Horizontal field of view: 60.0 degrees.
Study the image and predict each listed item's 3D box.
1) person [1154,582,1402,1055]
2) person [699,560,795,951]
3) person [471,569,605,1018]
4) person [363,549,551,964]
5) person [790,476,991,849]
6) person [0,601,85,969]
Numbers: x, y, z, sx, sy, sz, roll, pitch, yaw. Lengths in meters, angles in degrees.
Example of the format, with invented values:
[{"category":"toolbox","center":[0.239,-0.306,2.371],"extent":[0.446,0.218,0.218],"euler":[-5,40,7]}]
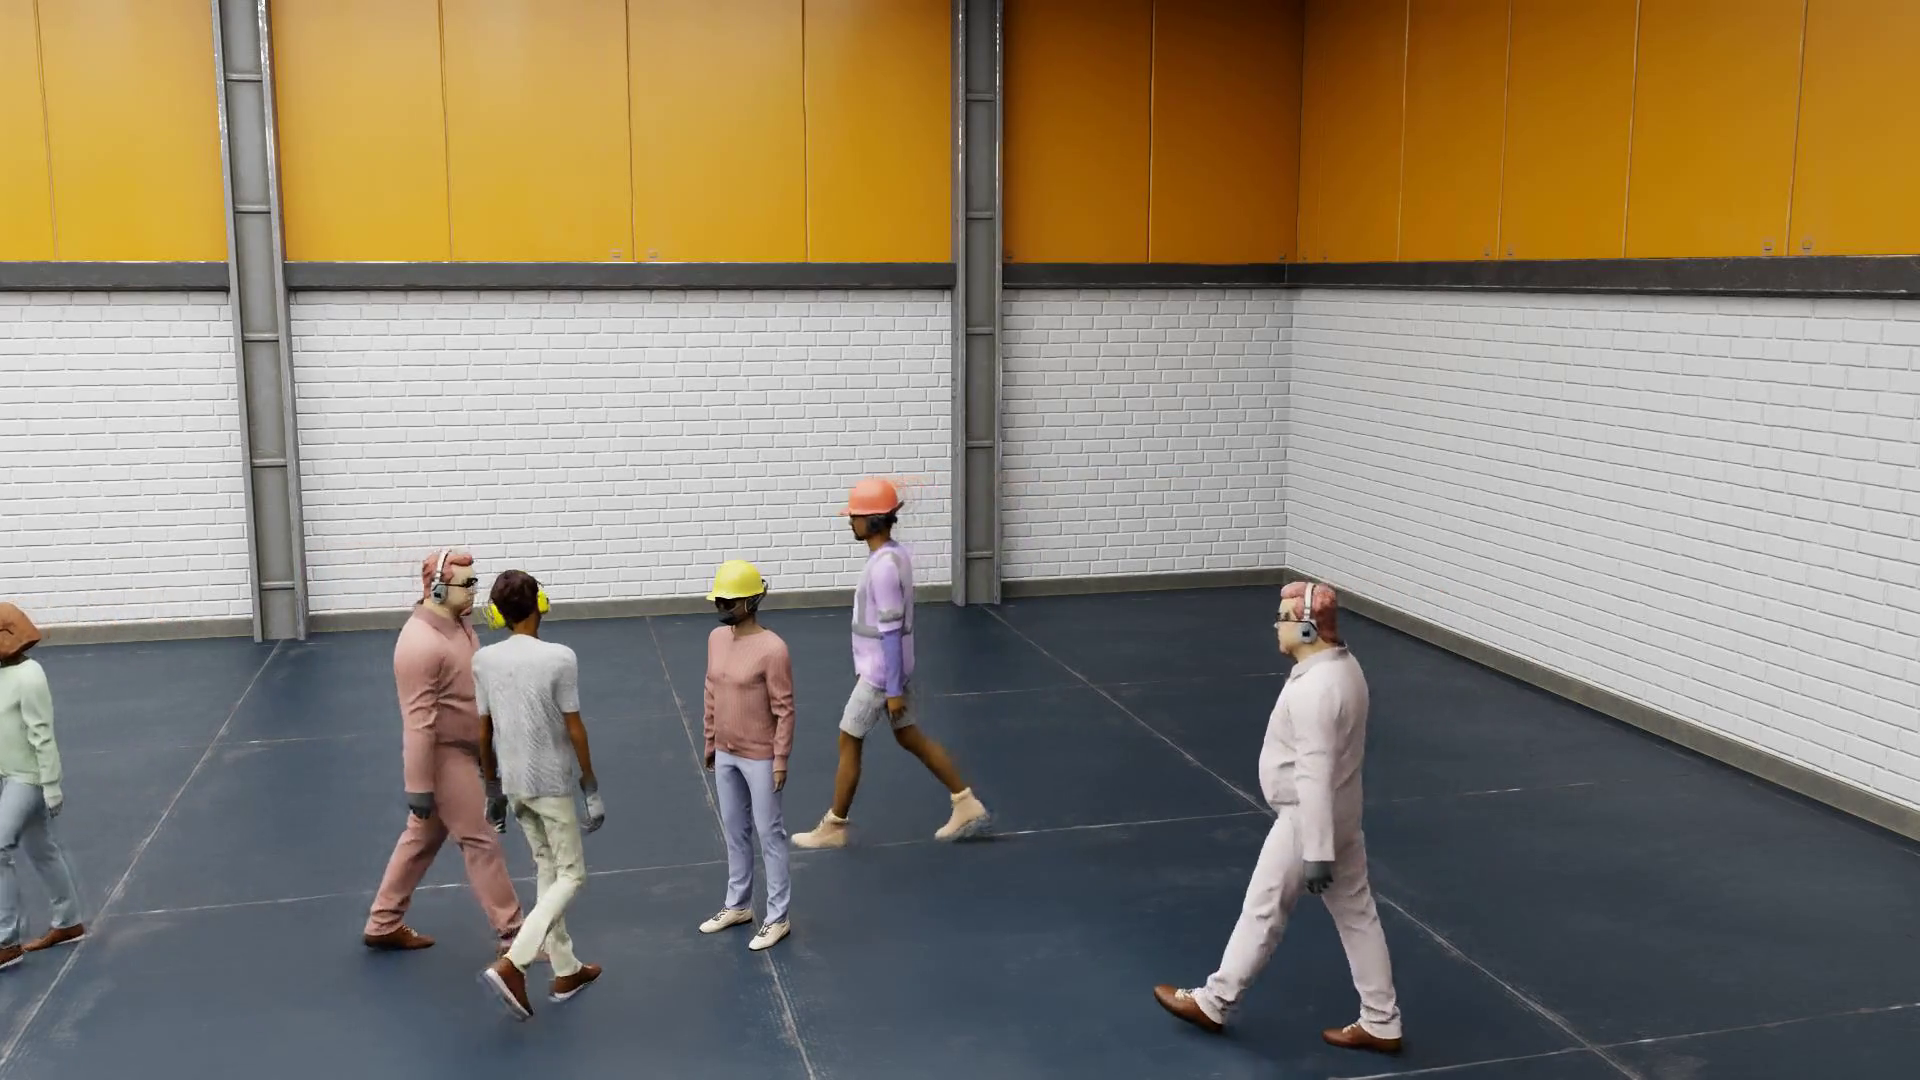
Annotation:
[{"category":"person","center":[1.300,1.076,6.490],"extent":[0.981,1.851,0.673],"euler":[4,10,26]},{"category":"person","center":[-0.975,0.961,7.500],"extent":[0.534,1.767,0.318],"euler":[8,12,40]},{"category":"person","center":[-1.754,1.038,6.805],"extent":[0.578,1.832,0.637],"euler":[4,10,24]},{"category":"person","center":[-2.248,0.966,7.308],"extent":[0.946,1.881,0.657],"euler":[-1,9,-7]},{"category":"person","center":[-0.347,0.655,8.729],"extent":[1.042,2.007,0.624],"euler":[1,9,3]},{"category":"person","center":[-4.201,1.077,7.272],"extent":[0.529,1.606,0.668],"euler":[9,13,44]}]
